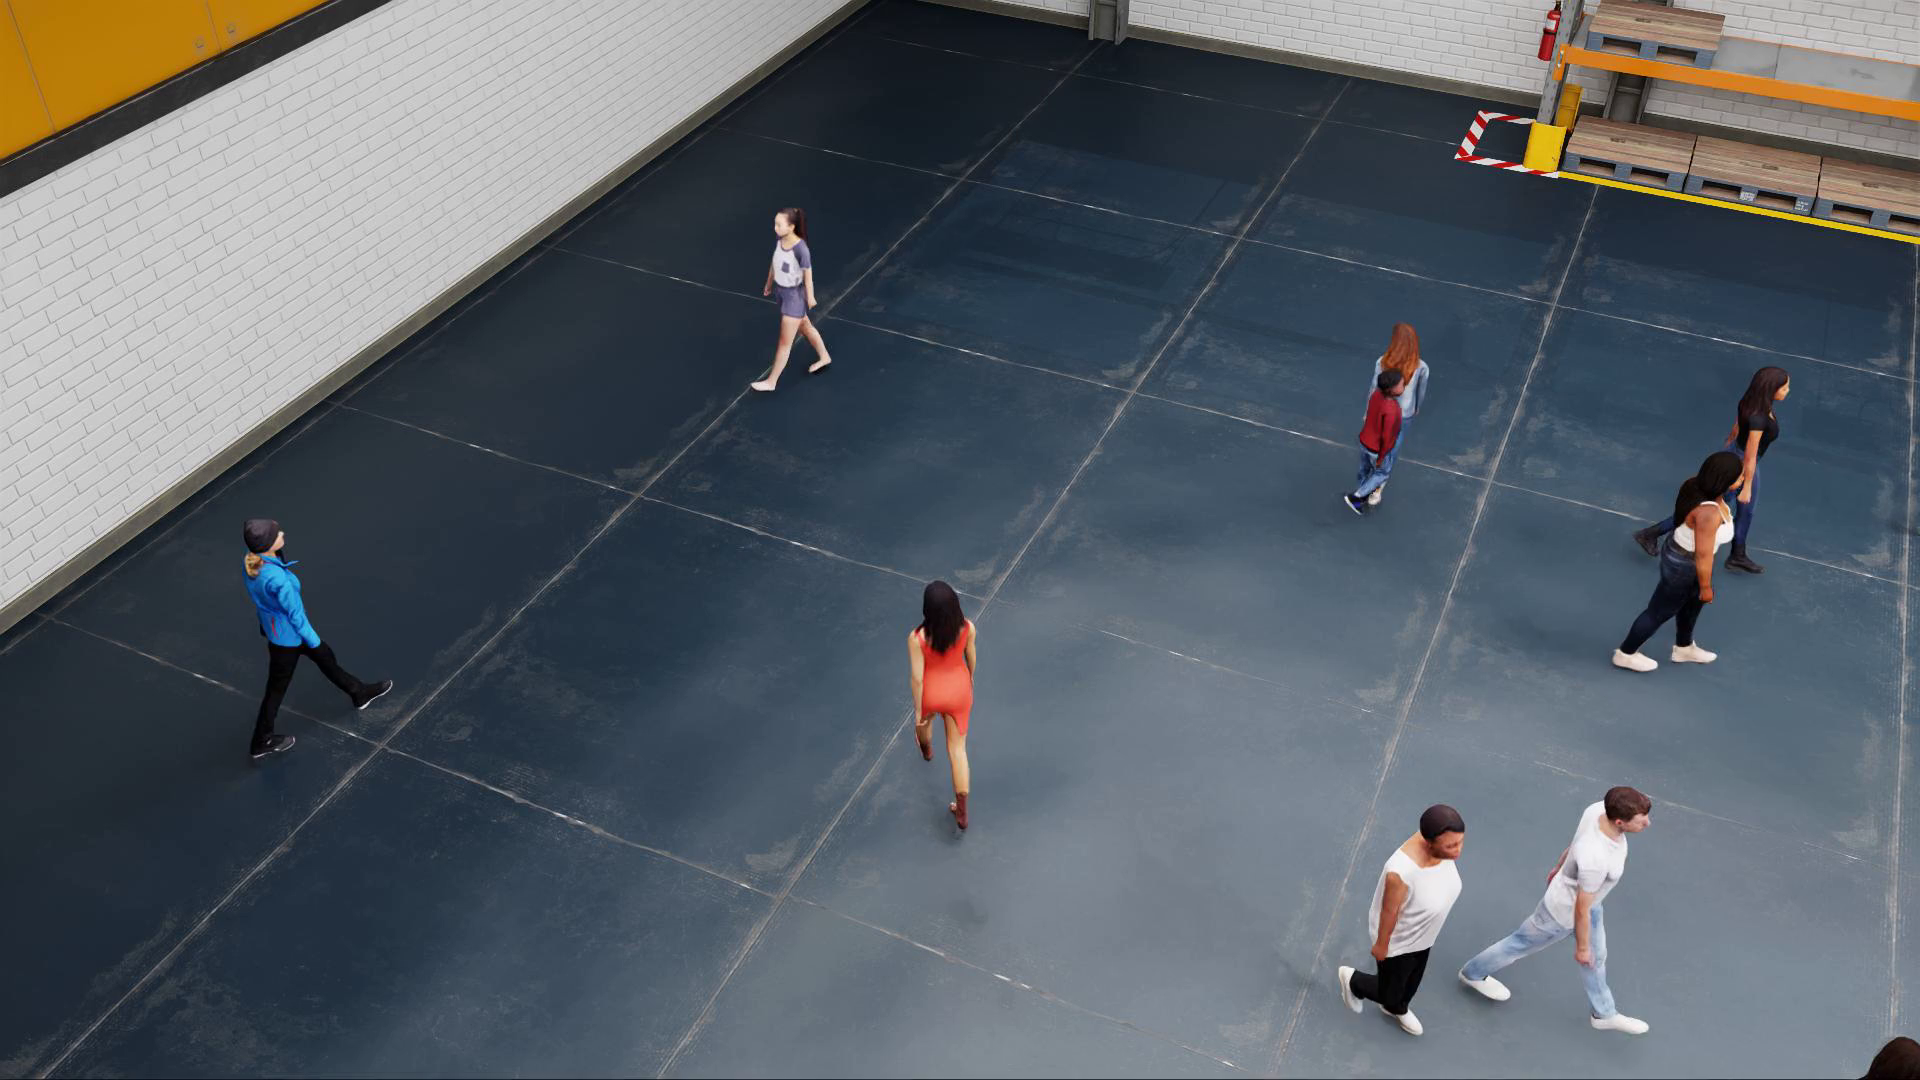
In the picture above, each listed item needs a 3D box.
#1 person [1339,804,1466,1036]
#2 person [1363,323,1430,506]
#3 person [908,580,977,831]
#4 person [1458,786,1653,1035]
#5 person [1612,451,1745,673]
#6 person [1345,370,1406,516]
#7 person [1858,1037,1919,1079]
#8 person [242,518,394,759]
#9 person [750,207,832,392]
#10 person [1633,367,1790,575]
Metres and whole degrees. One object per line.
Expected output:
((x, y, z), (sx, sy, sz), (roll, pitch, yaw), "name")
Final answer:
((2.313, 1.981, 8.733), (0.798, 1.674, 0.845), (-31, 48, -33), "person")
((3.261, -0.920, 12.539), (0.846, 1.458, 0.607), (17, 42, 20), "person")
((-0.066, 0.997, 9.966), (1.134, 1.673, 1.126), (-9, 40, -11), "person")
((3.101, 1.904, 8.740), (1.234, 1.786, 0.703), (19, 42, 22), "person")
((4.657, 0.158, 10.925), (0.930, 1.788, 0.730), (11, 40, 14), "person")
((3.066, -0.727, 12.468), (0.718, 1.244, 0.658), (-11, 40, -13), "person")
((4.109, 2.819, 7.710), (0.654, 1.641, 0.685), (-18, 42, -21), "person")
((-4.263, 0.658, 10.339), (1.062, 1.737, 1.226), (-26, 45, -29), "person")
((-1.314, -2.030, 13.808), (1.029, 1.609, 1.061), (-20, 43, -23), "person")
((5.385, -0.471, 11.783), (1.185, 1.700, 0.638), (13, 40, 15), "person")
